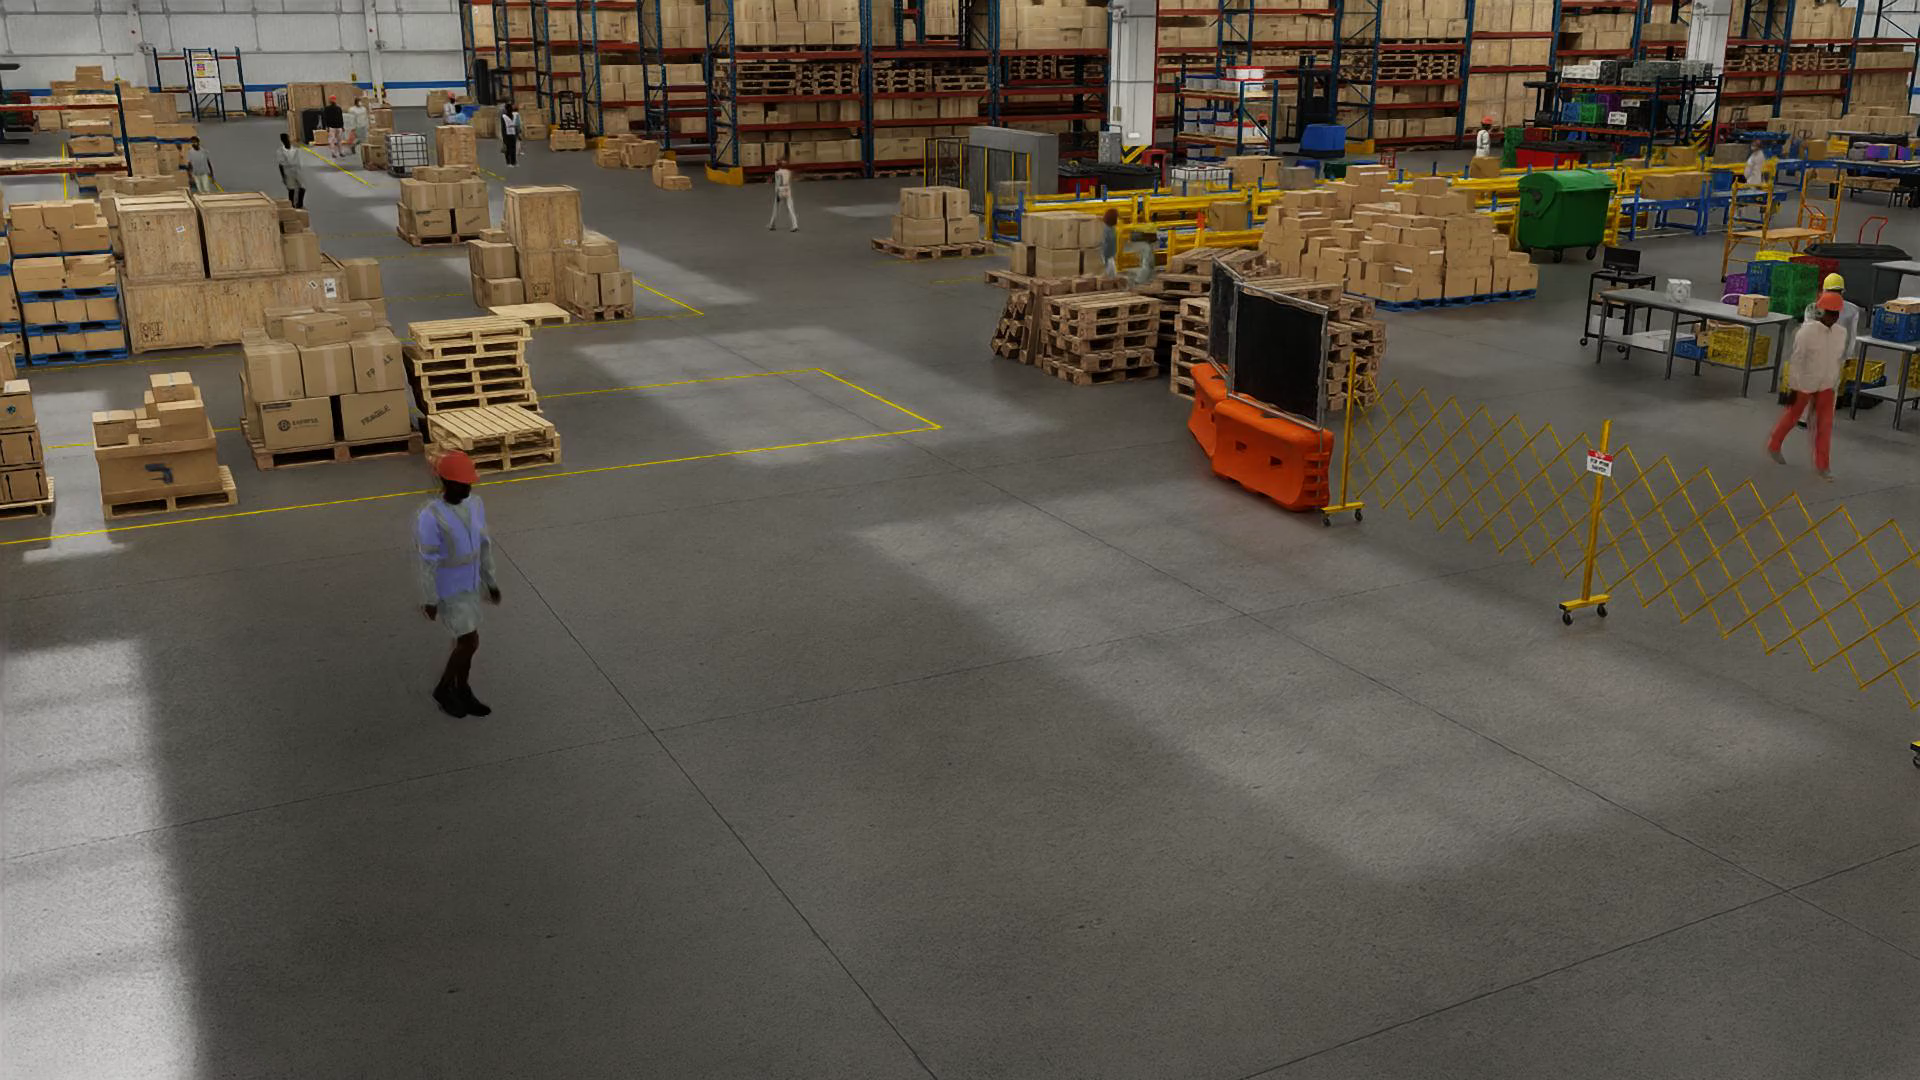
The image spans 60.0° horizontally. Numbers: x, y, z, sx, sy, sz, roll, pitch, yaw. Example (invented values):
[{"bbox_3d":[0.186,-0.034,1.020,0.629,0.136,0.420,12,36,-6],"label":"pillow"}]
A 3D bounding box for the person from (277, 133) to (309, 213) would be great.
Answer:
[{"bbox_3d":[-15.805,-8.638,39.305,0.442,1.924,0.646,11,21,32],"label":"person"}]

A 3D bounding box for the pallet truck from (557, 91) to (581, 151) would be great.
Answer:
[{"bbox_3d":[-13.495,-14.412,57.188,0.823,1.965,1.885,-3,18,-9],"label":"pallet truck"}]

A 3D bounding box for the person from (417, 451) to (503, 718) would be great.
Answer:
[{"bbox_3d":[-3.410,0.313,11.411,0.416,1.916,0.536,6,19,19],"label":"person"}]

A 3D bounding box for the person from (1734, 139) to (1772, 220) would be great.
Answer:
[{"bbox_3d":[18.361,-8.304,38.372,0.878,1.861,0.640,6,19,19],"label":"person"}]

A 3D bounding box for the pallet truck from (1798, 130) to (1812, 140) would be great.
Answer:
[{"bbox_3d":[25.526,-11.556,49.408,1.630,1.274,0.653,-9,20,-26],"label":"pallet truck"}]

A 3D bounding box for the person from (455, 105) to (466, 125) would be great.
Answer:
[{"bbox_3d":[-16.580,-13.591,55.174,0.864,1.649,0.542,8,19,23],"label":"person"}]

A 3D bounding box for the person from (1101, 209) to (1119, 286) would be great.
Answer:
[{"bbox_3d":[2.403,-4.635,27.315,0.535,1.616,0.523,4,18,13],"label":"person"}]

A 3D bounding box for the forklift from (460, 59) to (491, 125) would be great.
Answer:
[{"bbox_3d":[-18.558,-17.276,64.695,1.873,2.768,1.129,-9,20,-26],"label":"forklift"}]

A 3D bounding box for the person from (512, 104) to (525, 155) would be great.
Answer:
[{"bbox_3d":[-14.816,-13.710,55.577,0.310,1.640,0.514,-15,23,-38],"label":"person"}]

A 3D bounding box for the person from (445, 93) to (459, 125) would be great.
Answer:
[{"bbox_3d":[-17.703,-14.657,58.150,0.565,1.881,1.012,-14,22,-36],"label":"person"}]

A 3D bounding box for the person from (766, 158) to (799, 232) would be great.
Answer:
[{"bbox_3d":[-3.893,-7.585,36.552,0.884,1.594,0.531,13,22,36],"label":"person"}]

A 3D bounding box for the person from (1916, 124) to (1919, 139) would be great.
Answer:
[{"bbox_3d":[35.216,-15.485,60.534,0.609,1.996,0.383,-4,18,-12],"label":"person"}]

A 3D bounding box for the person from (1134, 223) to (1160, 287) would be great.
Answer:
[{"bbox_3d":[2.821,-3.884,24.840,0.891,1.687,0.506,-1,18,-5],"label":"person"}]

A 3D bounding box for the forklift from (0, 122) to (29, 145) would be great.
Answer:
[{"bbox_3d":[-34.388,-15.480,59.095,1.873,2.768,1.129,-9,20,-26],"label":"forklift"}]

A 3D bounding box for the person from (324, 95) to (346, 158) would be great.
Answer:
[{"bbox_3d":[-20.518,-13.582,54.603,0.376,1.995,0.611,17,24,42],"label":"person"}]

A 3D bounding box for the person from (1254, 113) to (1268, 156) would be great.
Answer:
[{"bbox_3d":[8.372,-10.863,46.213,0.351,1.942,0.545,15,23,39],"label":"person"}]

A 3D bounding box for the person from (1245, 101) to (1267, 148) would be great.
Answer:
[{"bbox_3d":[10.261,-14.452,57.514,0.932,1.863,0.674,-7,19,-22],"label":"person"}]

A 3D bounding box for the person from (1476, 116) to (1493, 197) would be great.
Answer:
[{"bbox_3d":[13.607,-9.962,43.236,0.369,2.048,0.607,-1,18,-3],"label":"person"}]

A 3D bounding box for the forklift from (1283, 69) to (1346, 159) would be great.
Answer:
[{"bbox_3d":[11.615,-13.871,54.079,1.129,2.768,1.873,-9,20,-27],"label":"forklift"}]

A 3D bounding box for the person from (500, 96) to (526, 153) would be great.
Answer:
[{"bbox_3d":[-15.168,-14.027,56.176,0.952,1.888,0.618,-5,19,-16],"label":"person"}]

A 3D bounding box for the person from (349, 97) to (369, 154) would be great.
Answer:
[{"bbox_3d":[-19.881,-13.659,54.978,0.636,1.924,0.634,12,21,33],"label":"person"}]

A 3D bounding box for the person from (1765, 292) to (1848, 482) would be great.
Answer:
[{"bbox_3d":[8.953,-1.658,17.508,0.642,1.957,1.018,-3,18,-8],"label":"person"}]

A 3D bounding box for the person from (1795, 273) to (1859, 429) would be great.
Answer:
[{"bbox_3d":[10.066,-2.183,19.348,0.595,1.825,0.404,5,19,16],"label":"person"}]

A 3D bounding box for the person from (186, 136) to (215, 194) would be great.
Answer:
[{"bbox_3d":[-17.954,-8.574,39.261,0.574,1.826,0.868,-4,18,-11],"label":"person"}]

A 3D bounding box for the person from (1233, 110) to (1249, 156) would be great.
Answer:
[{"bbox_3d":[8.932,-12.882,52.980,0.543,1.651,0.807,1,18,2],"label":"person"}]

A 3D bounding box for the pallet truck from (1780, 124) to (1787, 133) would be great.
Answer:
[{"bbox_3d":[25.206,-12.542,52.601,1.601,1.201,0.680,0,18,-2],"label":"pallet truck"}]

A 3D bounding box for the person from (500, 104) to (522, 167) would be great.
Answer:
[{"bbox_3d":[-13.867,-12.443,51.252,0.445,1.915,0.607,11,21,30],"label":"person"}]

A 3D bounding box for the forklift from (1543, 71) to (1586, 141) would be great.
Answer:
[{"bbox_3d":[18.685,-13.231,52.085,1.873,2.768,1.129,-9,20,-26],"label":"forklift"}]
